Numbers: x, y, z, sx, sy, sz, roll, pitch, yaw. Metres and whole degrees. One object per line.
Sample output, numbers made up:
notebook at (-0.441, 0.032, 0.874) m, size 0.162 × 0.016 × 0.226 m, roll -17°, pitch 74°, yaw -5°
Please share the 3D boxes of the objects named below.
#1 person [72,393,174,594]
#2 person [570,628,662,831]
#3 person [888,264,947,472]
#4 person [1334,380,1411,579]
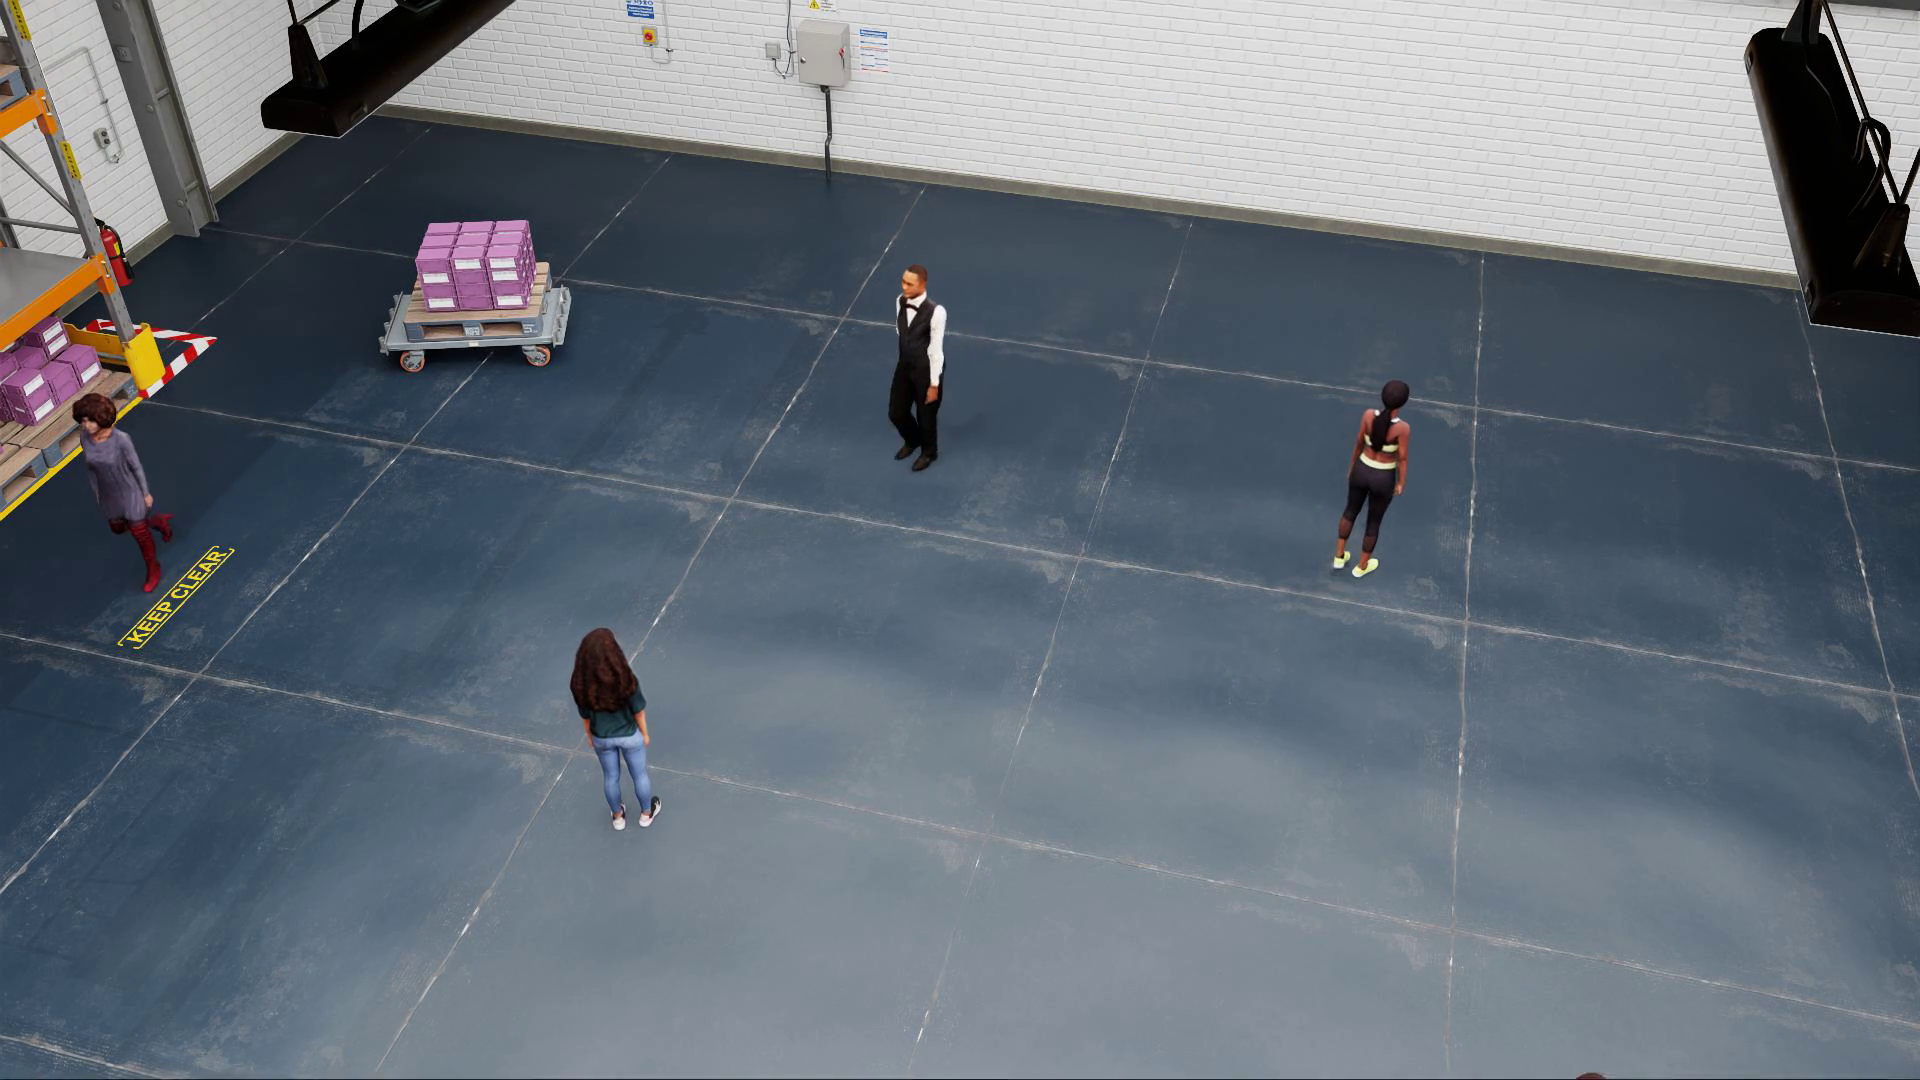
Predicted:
person at (-6.272, -0.405, 12.556) m, size 0.648 × 1.694 × 0.857 m, roll 5°, pitch 39°, yaw 7°
person at (-2.188, 1.220, 10.583) m, size 0.670 × 1.616 × 0.682 m, roll -1°, pitch 39°, yaw -2°
person at (-0.264, -1.443, 13.687) m, size 0.808 × 1.904 × 0.813 m, roll 26°, pitch 46°, yaw 29°
person at (3.097, -0.447, 12.565) m, size 0.668 × 1.750 × 0.665 m, roll 24°, pitch 45°, yaw 27°
